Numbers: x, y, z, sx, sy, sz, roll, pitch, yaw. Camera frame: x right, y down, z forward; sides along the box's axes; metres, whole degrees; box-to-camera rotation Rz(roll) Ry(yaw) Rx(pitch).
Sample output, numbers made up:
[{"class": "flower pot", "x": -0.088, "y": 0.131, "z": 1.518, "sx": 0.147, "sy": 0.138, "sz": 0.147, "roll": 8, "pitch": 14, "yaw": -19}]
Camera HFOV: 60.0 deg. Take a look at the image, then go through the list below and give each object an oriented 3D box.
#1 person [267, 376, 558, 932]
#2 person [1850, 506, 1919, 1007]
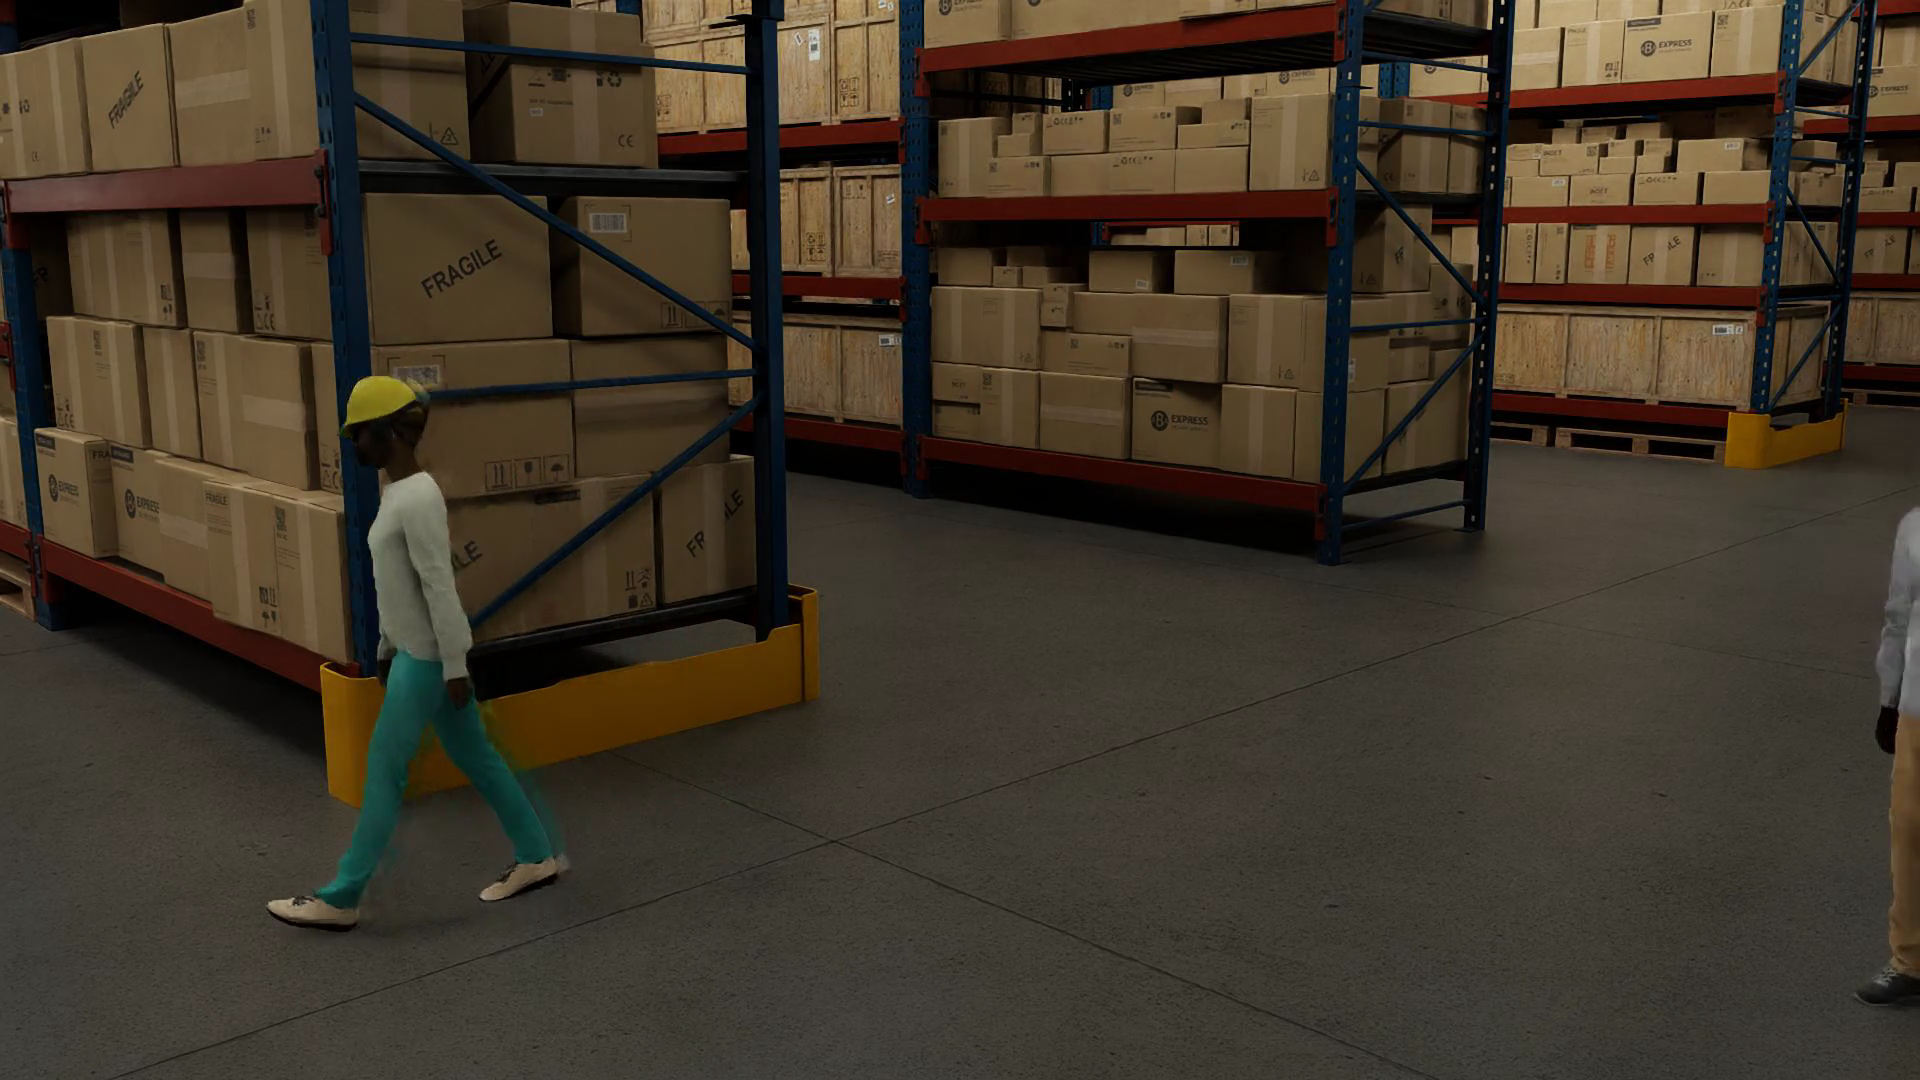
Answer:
[{"class": "person", "x": -1.704, "y": 0.344, "z": 5.193, "sx": 0.891, "sy": 1.695, "sz": 0.566, "roll": -4, "pitch": 11, "yaw": -22}, {"class": "person", "x": 2.789, "y": 0.445, "z": 4.545, "sx": 0.534, "sy": 1.732, "sz": 0.577, "roll": -4, "pitch": 11, "yaw": -22}]
